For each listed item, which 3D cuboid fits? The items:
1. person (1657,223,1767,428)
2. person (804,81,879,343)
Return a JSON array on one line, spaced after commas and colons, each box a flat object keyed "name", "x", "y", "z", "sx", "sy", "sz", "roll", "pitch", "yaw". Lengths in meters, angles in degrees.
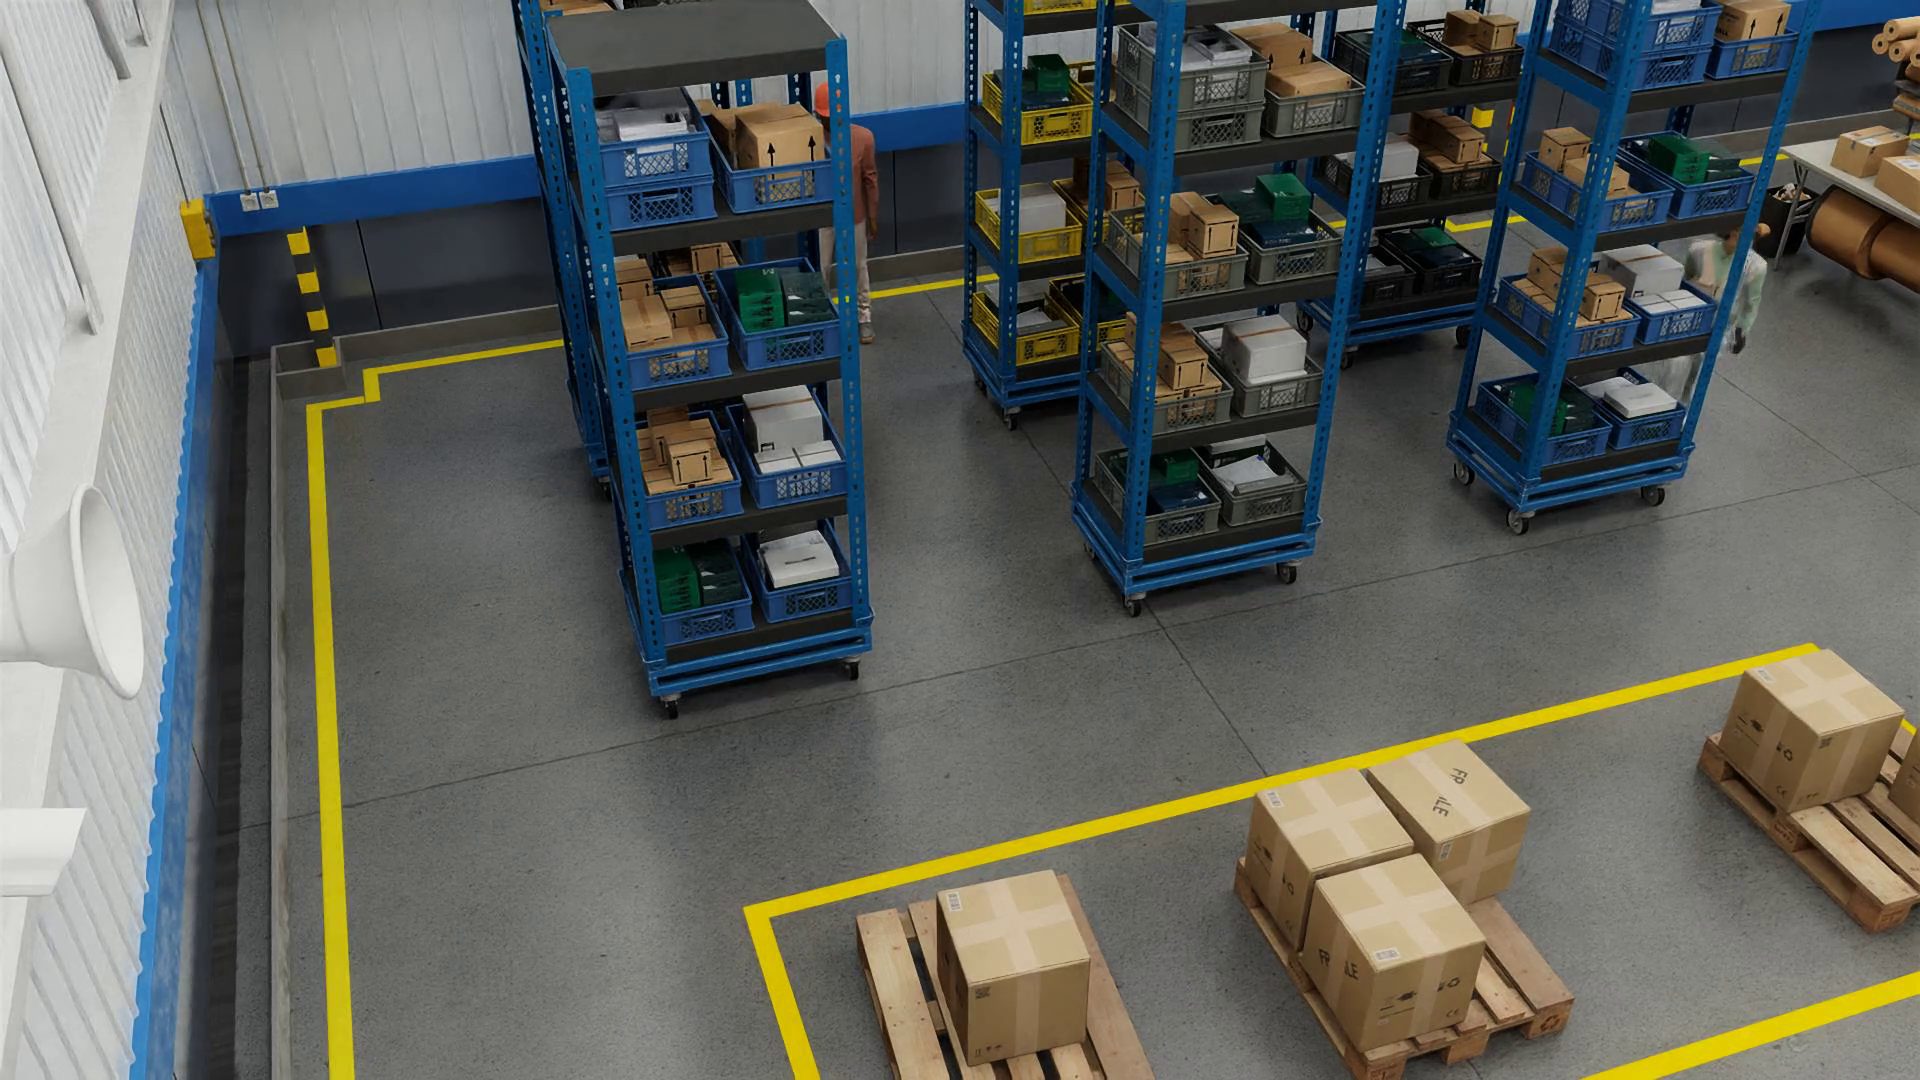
[{"name": "person", "x": 4.904, "y": -1.431, "z": 10.902, "sx": 0.531, "sy": 1.606, "sz": 0.487, "roll": 15, "pitch": 38, "yaw": 20}, {"name": "person", "x": -0.879, "y": -2.301, "z": 11.824, "sx": 0.618, "sy": 1.986, "sz": 0.409, "roll": -6, "pitch": 36, "yaw": -9}]
